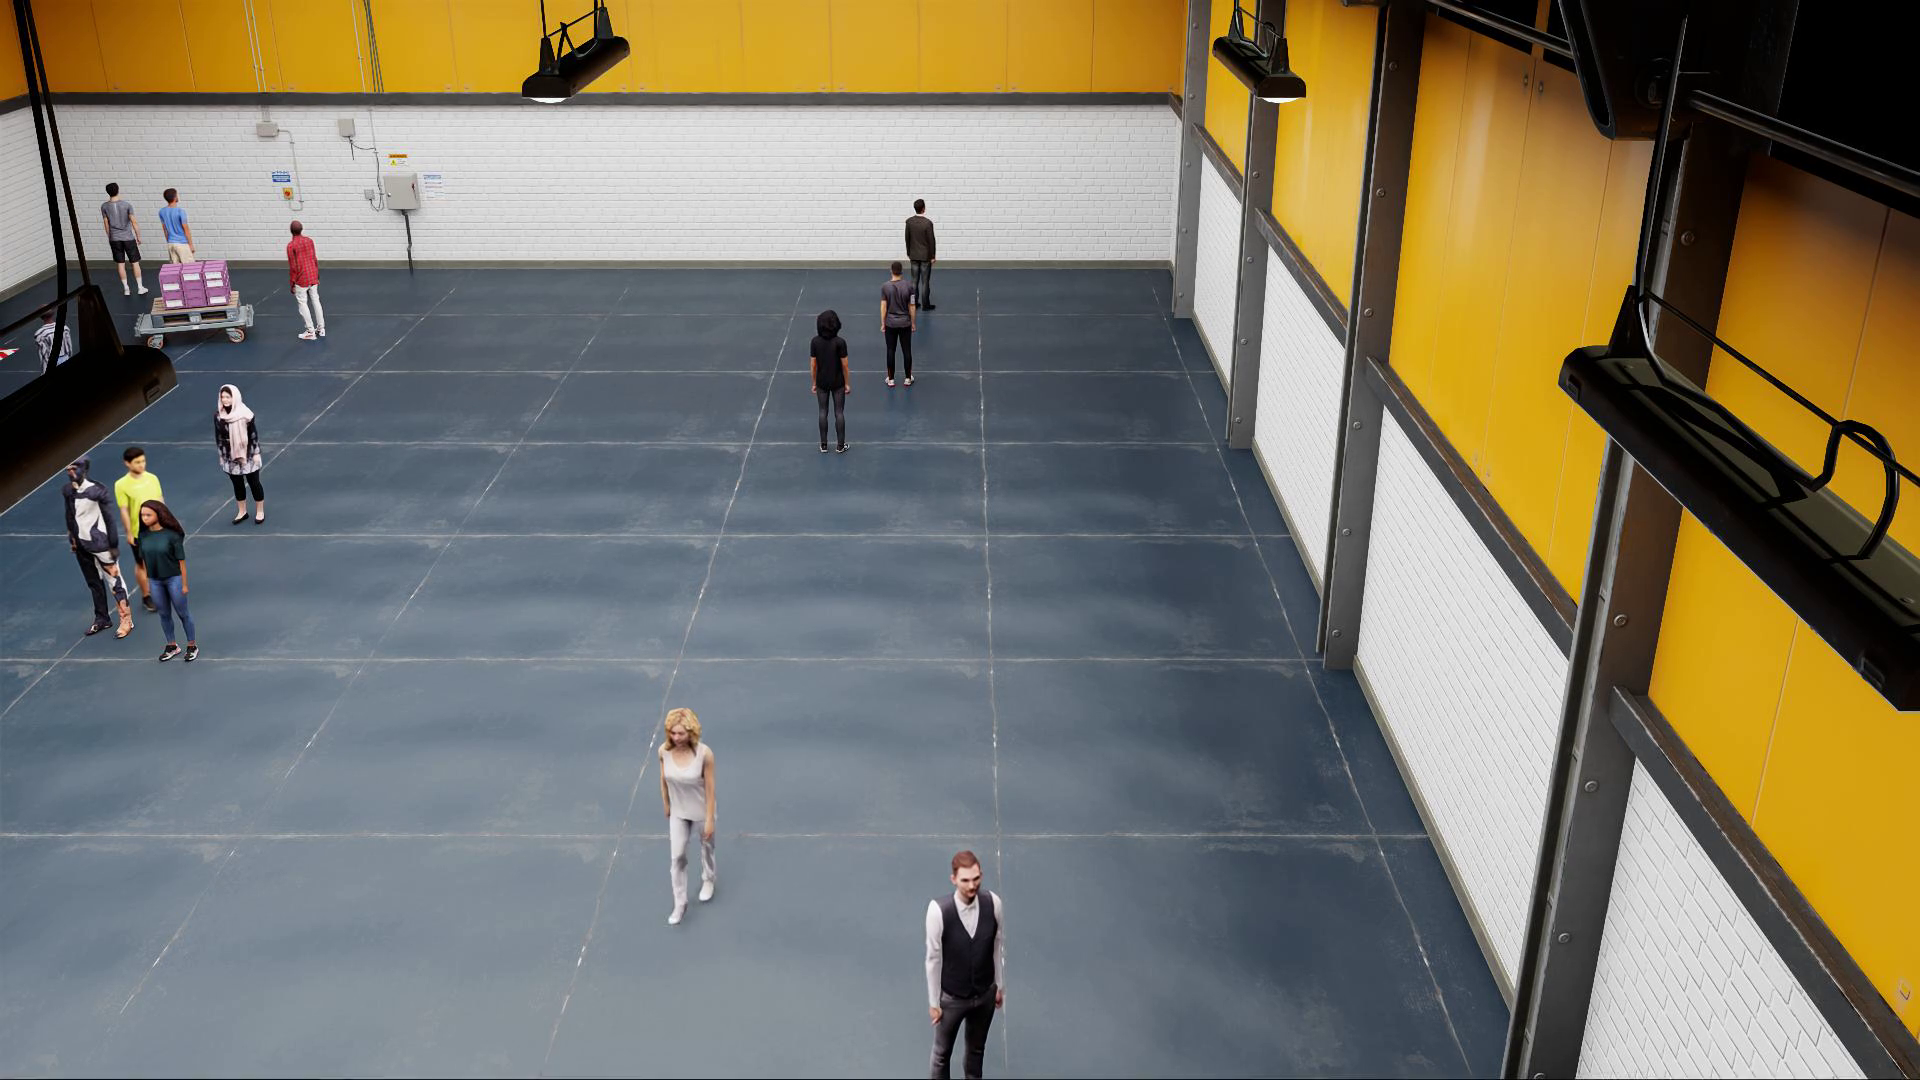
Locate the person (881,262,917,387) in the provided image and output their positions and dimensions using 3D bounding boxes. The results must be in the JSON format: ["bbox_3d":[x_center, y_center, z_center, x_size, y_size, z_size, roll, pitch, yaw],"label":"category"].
[{"bbox_3d":[-0.877,-3.035,23.348,0.652,1.763,0.544,-2,24,-4],"label":"person"}]

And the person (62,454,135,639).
[{"bbox_3d":[-8.407,0.030,16.175,0.741,1.893,0.684,6,24,14],"label":"person"}]

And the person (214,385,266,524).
[{"bbox_3d":[-8.137,-0.981,18.808,0.619,1.636,0.602,0,24,-1],"label":"person"}]

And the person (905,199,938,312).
[{"bbox_3d":[-0.638,-4.625,26.933,0.755,1.805,0.712,11,26,24],"label":"person"}]

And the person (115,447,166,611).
[{"bbox_3d":[-8.236,-0.142,16.800,0.751,1.707,0.648,15,28,31],"label":"person"}]

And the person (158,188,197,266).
[{"bbox_3d":[-12.859,-4.852,27.379,0.708,1.863,0.654,5,24,12],"label":"person"}]

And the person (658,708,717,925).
[{"bbox_3d":[-1.923,1.917,12.168,0.660,1.644,0.877,2,24,5],"label":"person"}]

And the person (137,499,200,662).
[{"bbox_3d":[-7.507,0.369,15.744,0.597,1.617,0.590,1,24,2],"label":"person"}]

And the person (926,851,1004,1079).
[{"bbox_3d":[0.023,2.695,10.023,0.730,1.937,0.704,-9,25,-20],"label":"person"}]

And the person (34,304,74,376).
[{"bbox_3d":[-11.515,-2.154,21.293,0.756,1.796,0.615,10,26,23],"label":"person"}]

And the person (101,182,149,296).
[{"bbox_3d":[-13.999,-5.033,27.783,0.709,1.871,0.629,-6,24,-13],"label":"person"}]

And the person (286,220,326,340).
[{"bbox_3d":[-10.046,-4.003,25.492,0.814,1.819,0.695,14,27,29],"label":"person"}]

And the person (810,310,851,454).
[{"bbox_3d":[-1.634,-1.995,20.879,0.667,1.835,0.554,3,24,7],"label":"person"}]
